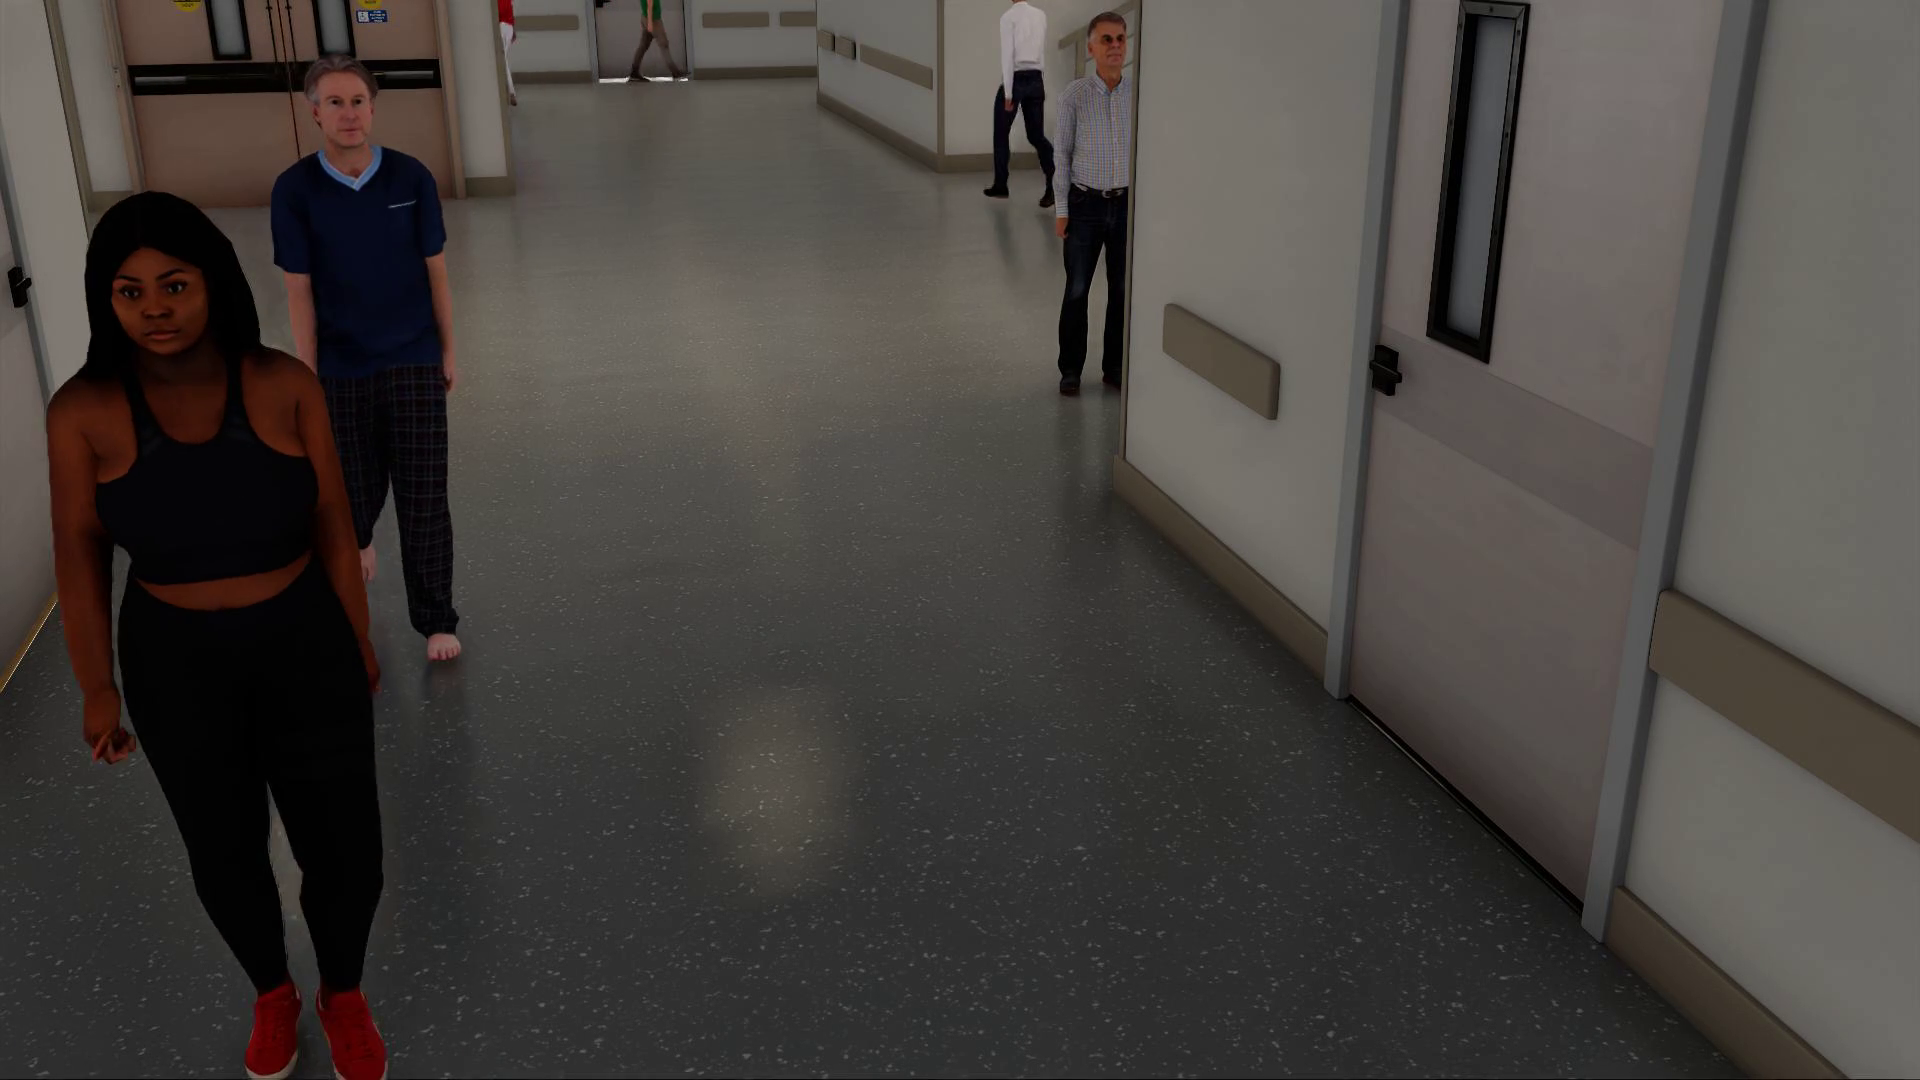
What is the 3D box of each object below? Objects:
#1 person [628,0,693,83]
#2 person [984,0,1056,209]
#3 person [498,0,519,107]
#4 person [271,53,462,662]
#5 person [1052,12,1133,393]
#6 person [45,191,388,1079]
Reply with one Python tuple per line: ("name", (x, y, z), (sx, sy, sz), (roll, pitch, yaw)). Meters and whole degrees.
("person", (-4.297, -7.043, 22.700), (1.091, 1.610, 0.629), (-6, 22, -16))
("person", (0.553, -3.554, 13.162), (1.229, 1.841, 0.952), (-12, 24, -29))
("person", (-5.518, -6.128, 20.182), (0.779, 1.681, 0.716), (14, 25, 33))
("person", (-1.856, -0.564, 5.257), (1.002, 1.849, 0.839), (-10, 23, -24))
("person", (0.695, -1.636, 8.130), (0.527, 1.818, 0.726), (-3, 21, -9))
("person", (-1.412, 0.216, 3.263), (0.656, 1.802, 0.774), (-8, 22, -20))
